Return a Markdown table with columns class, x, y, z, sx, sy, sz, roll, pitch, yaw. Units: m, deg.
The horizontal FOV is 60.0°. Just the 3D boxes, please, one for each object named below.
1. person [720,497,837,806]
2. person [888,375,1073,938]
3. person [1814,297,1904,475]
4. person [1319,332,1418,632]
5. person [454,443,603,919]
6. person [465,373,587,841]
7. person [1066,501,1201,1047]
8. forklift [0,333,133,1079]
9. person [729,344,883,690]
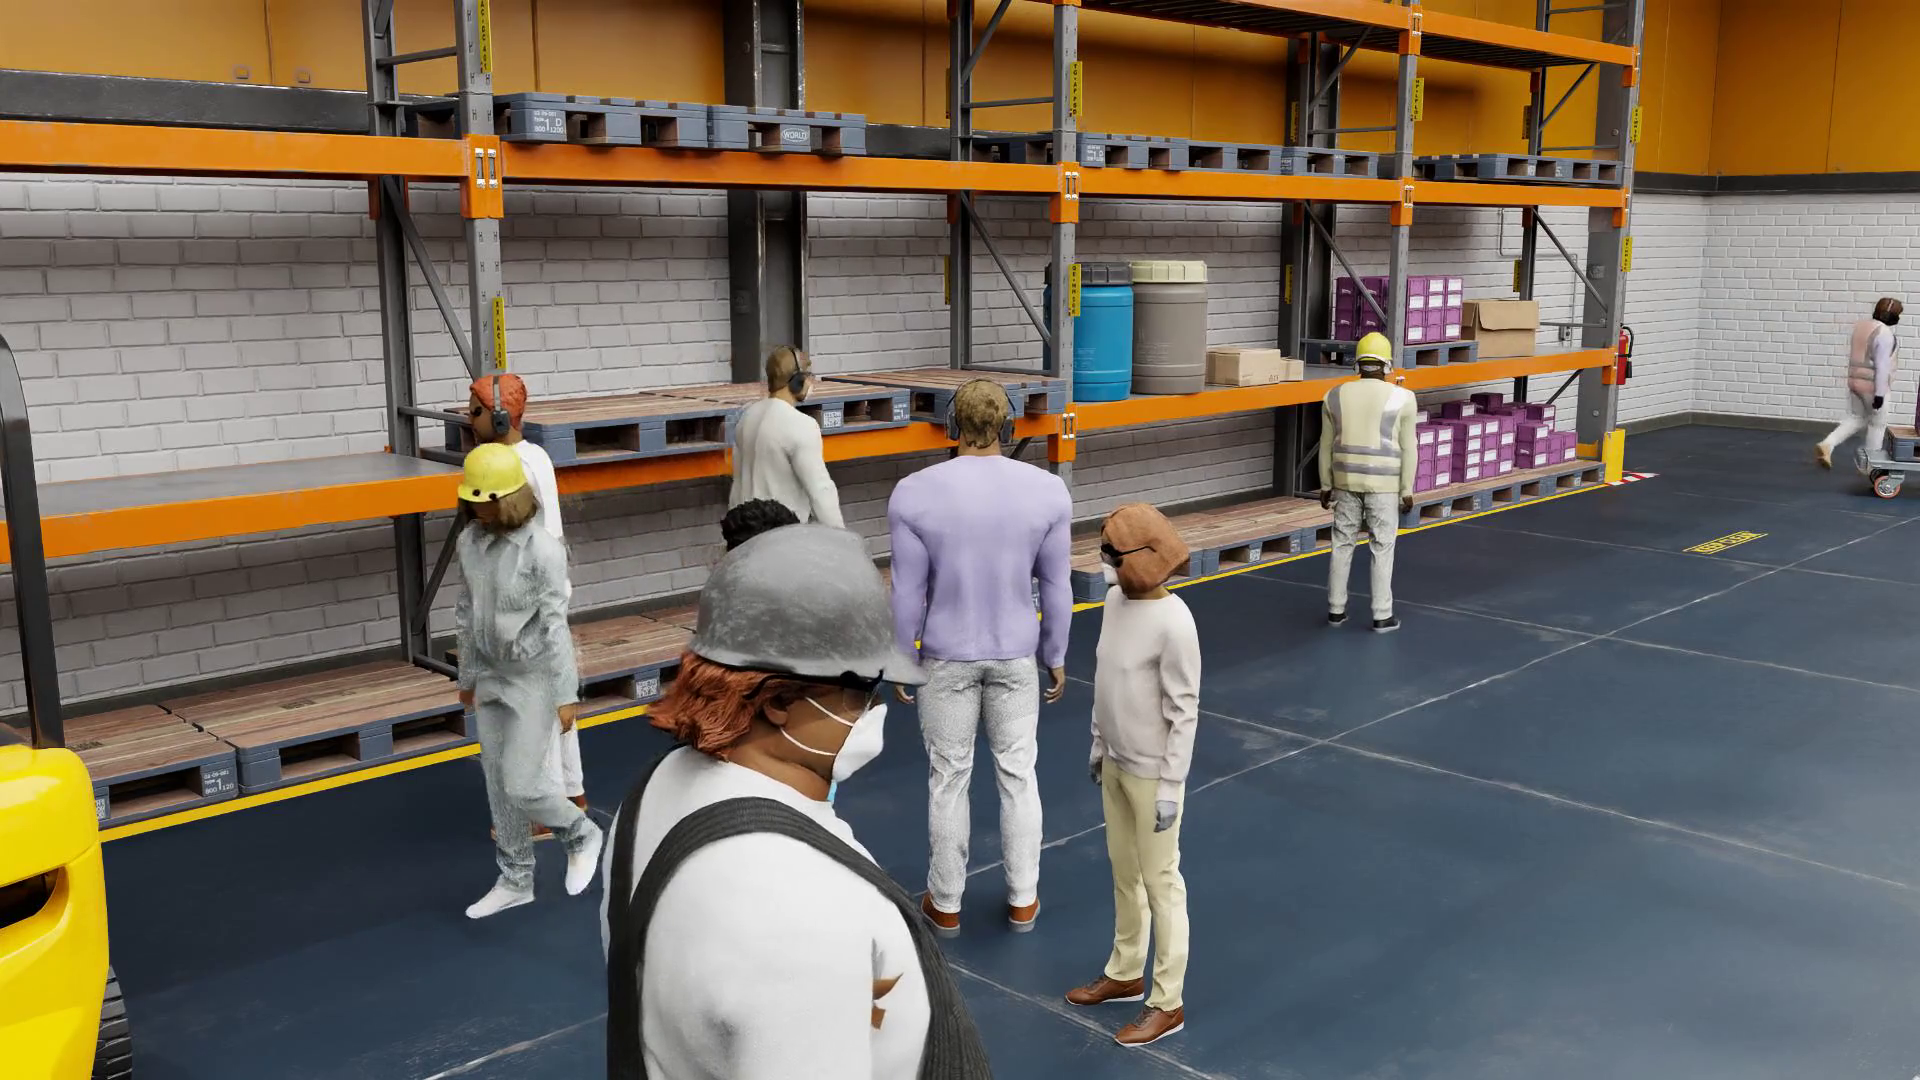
| class | x | y | z | sx | sy | sz | roll | pitch | yaw |
| --- | --- | --- | --- | --- | --- | --- | --- | --- | --- |
| person | -0.505 | 0.721 | 4.662 | 0.320 | 1.692 | 0.531 | -1 | 10 | -5 |
| person | 0.069 | 0.406 | 5.705 | 0.635 | 1.938 | 0.359 | -1 | 10 | -8 |
| person | 9.024 | -1.523 | 16.608 | 0.711 | 1.801 | 0.668 | 0 | 10 | -1 |
| person | 2.497 | -0.358 | 10.190 | 0.606 | 1.826 | 0.403 | 7 | 12 | 33 |
| person | -1.537 | 0.499 | 5.791 | 0.557 | 1.715 | 0.484 | 7 | 13 | 34 |
| person | -1.750 | 0.269 | 6.661 | 0.369 | 1.873 | 0.592 | 0 | 10 | 0 |
| person | 0.530 | 0.690 | 4.992 | 0.279 | 1.633 | 0.498 | -4 | 11 | -22 |
| forklift | -3.289 | 0.485 | 4.582 | 1.214 | 2.155 | 2.313 | -10 | 14 | -44 |
| person | -0.790 | 0.001 | 8.071 | 1.044 | 1.877 | 0.643 | -6 | 12 | -30 |
